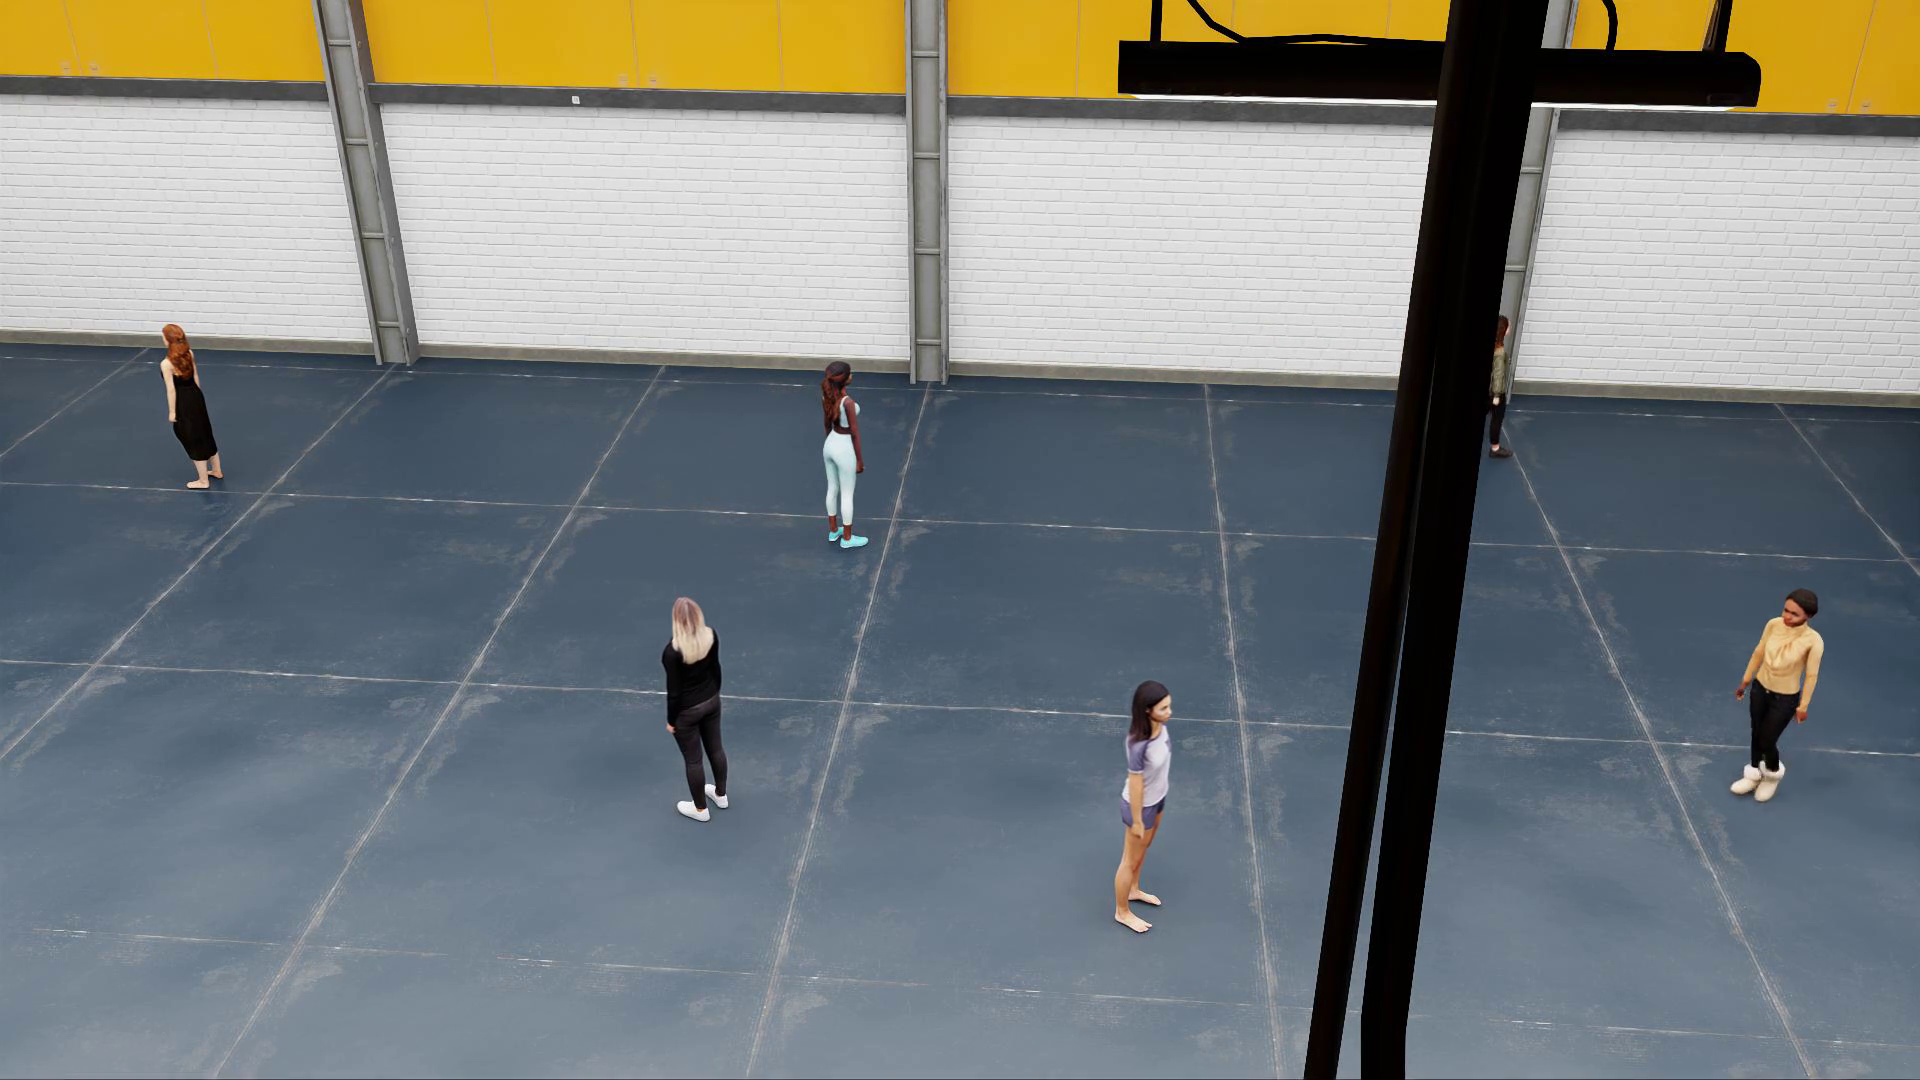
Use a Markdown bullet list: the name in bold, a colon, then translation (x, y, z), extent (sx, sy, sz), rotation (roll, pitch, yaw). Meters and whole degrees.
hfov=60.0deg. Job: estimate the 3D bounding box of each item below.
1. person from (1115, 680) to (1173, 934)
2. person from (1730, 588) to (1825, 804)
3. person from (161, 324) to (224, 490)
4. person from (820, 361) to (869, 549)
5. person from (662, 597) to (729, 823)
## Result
- **person**: translation (1.135, 1.604, 10.226), extent (0.602, 1.733, 0.640), rotation (12, 31, 20)
- **person**: translation (5.631, 1.031, 11.362), extent (0.733, 1.651, 0.705), rotation (-13, 31, -22)
- **person**: translation (-7.230, -1.262, 15.593), extent (0.616, 1.625, 0.605), rotation (8, 30, 14)
- **person**: translation (-1.041, -0.757, 14.563), extent (0.711, 1.725, 0.641), rotation (-25, 37, -38)
- **person**: translation (-1.769, 1.131, 11.142), extent (0.729, 1.686, 0.698), rotation (24, 36, 36)
